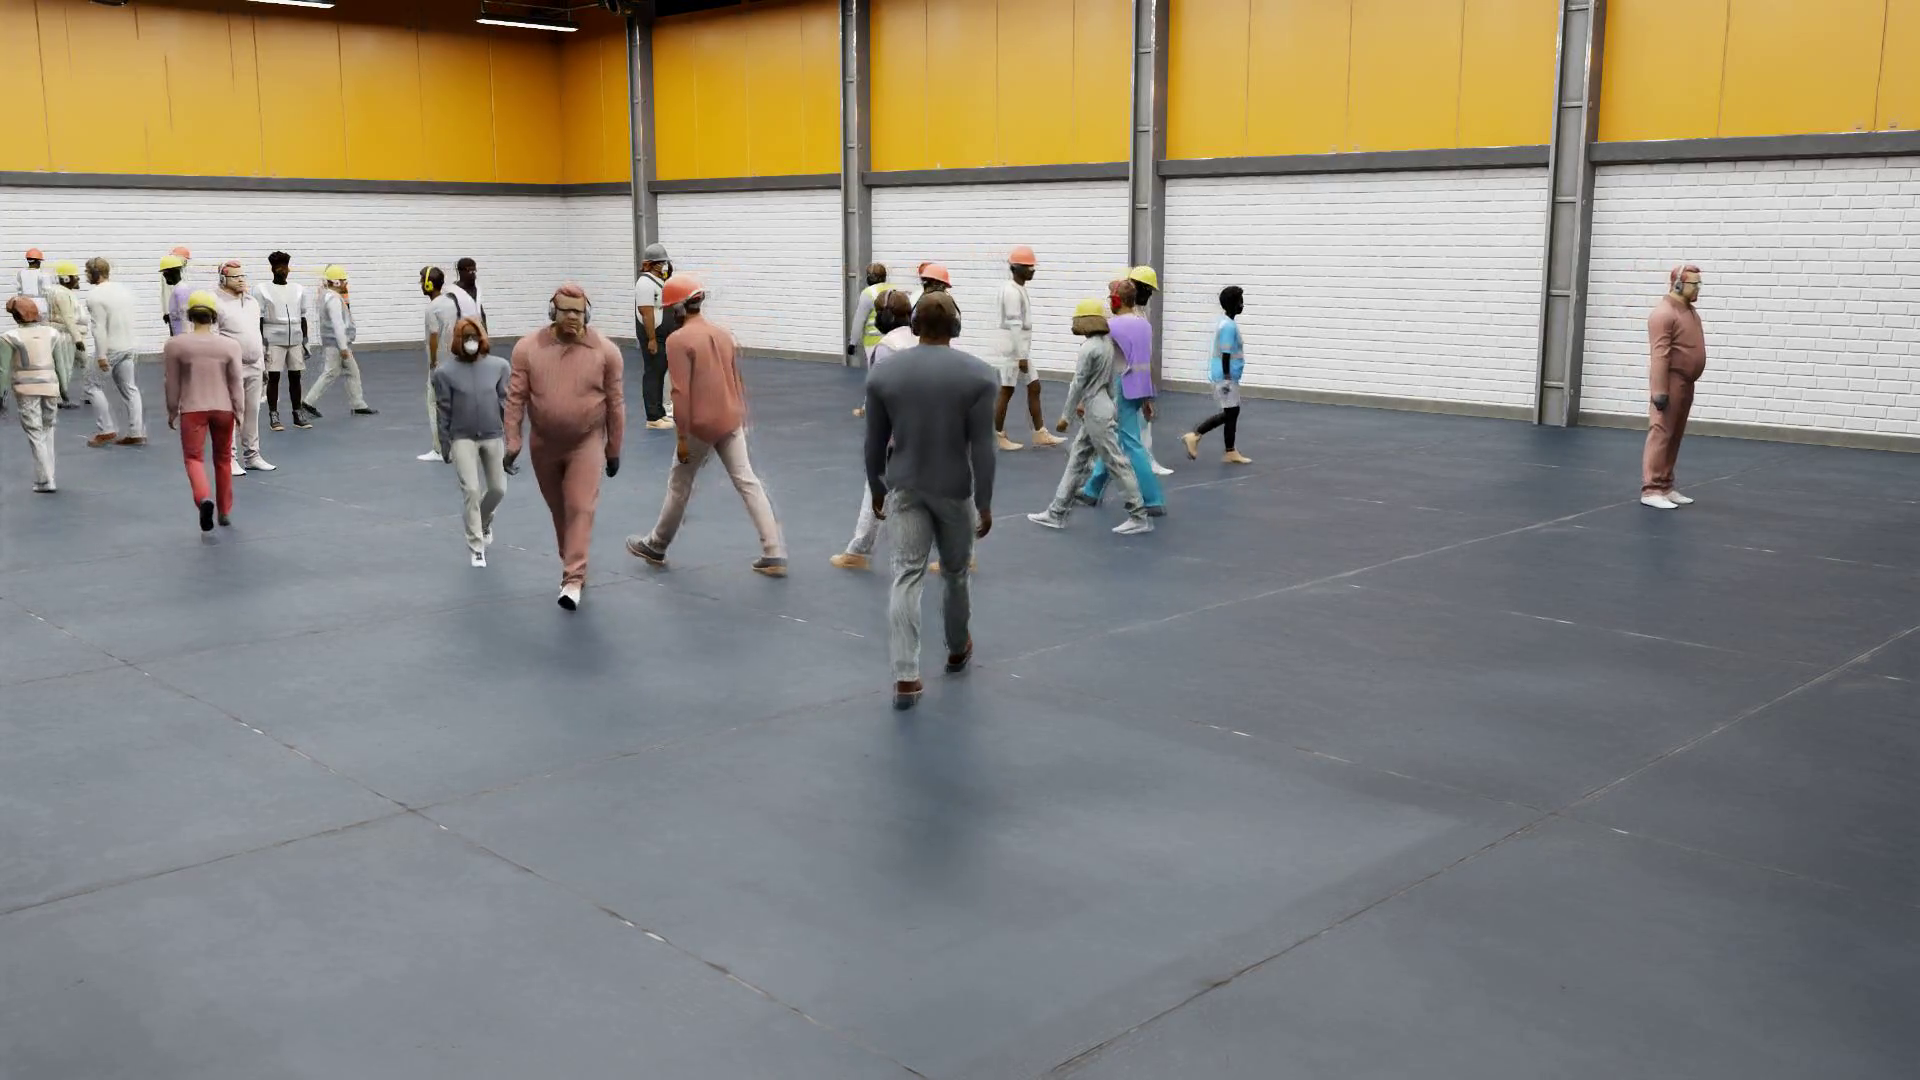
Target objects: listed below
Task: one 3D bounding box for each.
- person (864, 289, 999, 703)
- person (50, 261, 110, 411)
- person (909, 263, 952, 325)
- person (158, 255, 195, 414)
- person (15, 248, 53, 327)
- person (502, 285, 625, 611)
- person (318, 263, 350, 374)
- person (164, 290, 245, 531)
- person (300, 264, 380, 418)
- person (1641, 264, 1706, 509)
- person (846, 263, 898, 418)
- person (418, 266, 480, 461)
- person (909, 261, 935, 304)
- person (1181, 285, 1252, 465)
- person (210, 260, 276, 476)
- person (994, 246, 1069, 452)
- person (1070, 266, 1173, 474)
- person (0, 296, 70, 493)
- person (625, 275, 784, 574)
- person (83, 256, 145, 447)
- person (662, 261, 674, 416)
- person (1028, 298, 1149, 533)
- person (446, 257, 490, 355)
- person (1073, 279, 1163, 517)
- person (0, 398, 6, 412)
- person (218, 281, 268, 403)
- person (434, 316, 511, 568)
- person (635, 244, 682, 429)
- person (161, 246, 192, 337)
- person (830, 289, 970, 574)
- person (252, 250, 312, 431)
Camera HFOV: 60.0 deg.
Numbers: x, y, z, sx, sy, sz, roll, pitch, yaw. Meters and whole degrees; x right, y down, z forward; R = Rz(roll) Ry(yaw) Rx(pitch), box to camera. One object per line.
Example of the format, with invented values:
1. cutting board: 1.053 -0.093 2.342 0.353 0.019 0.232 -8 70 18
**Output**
1. person: -0.135 -0.223 7.816 0.645 1.893 0.997 1 10 7
2. person: -10.743 -2.473 20.254 0.719 1.806 0.599 -4 11 -19
3. person: -0.391 -1.608 15.377 0.898 1.887 0.606 3 11 15
4. person: -9.282 -2.438 19.842 0.426 1.898 0.592 -4 11 -20
5. person: -14.519 -3.618 26.183 0.543 1.930 0.380 0 10 -1
6. person: -2.283 -0.542 9.632 0.645 1.843 1.052 0 10 0
7. person: -9.599 -3.395 25.591 0.535 1.700 0.318 3 11 16
8. person: -5.426 -0.926 12.005 0.522 1.742 0.693 -6 12 -31
9. person: -7.340 -2.320 19.463 0.860 1.801 0.607 -4 11 -22
10. person: 5.633 -1.204 13.080 0.403 1.904 0.651 9 14 41
11. person: -1.024 -2.260 19.102 0.848 1.811 0.642 7 12 32
12. person: -4.837 -1.655 15.700 0.610 1.849 0.535 2 11 13
13. person: -0.324 -1.878 16.872 0.390 1.872 0.615 -4 11 -22
14. person: 2.405 -1.517 15.394 0.582 1.681 0.541 1 10 7
15. person: -6.455 -1.539 14.904 0.409 1.906 0.651 4 11 20
16. person: 0.705 -1.853 16.310 0.884 2.014 0.637 2 11 11
17. person: 1.454 -1.521 14.937 0.908 1.869 0.610 4 11 21
18. person: -7.769 -1.207 13.834 0.603 1.619 0.546 6 12 29
19. person: -1.607 -0.717 10.529 1.188 1.880 0.635 7 12 34
20. person: -8.605 -1.885 16.776 0.640 1.919 0.651 2 11 8
21. person: -3.475 -2.364 19.562 0.611 1.846 0.555 0 10 -2
22. person: 0.959 -0.890 11.961 0.920 1.680 0.484 3 11 17
23. person: -5.641 -2.246 18.810 0.733 1.890 0.626 2 11 12
24. person: 1.216 -1.094 12.784 0.974 1.794 0.569 7 13 35
25. person: -11.467 -2.180 19.167 0.691 1.619 0.515 -4 11 -19
26. person: -9.175 -2.512 21.098 0.889 1.578 0.490 0 10 1
27. person: -3.168 -0.658 10.874 0.505 1.619 0.578 -5 12 -26
28. person: -3.320 -2.261 18.476 0.536 2.000 0.674 0 10 0
29. person: -11.869 -3.482 25.336 0.649 1.971 0.470 6 12 31
30. person: -0.349 -0.672 10.498 0.930 1.805 0.640 6 12 29
31. person: -7.435 -2.189 18.281 0.367 1.967 0.606 10 14 43
